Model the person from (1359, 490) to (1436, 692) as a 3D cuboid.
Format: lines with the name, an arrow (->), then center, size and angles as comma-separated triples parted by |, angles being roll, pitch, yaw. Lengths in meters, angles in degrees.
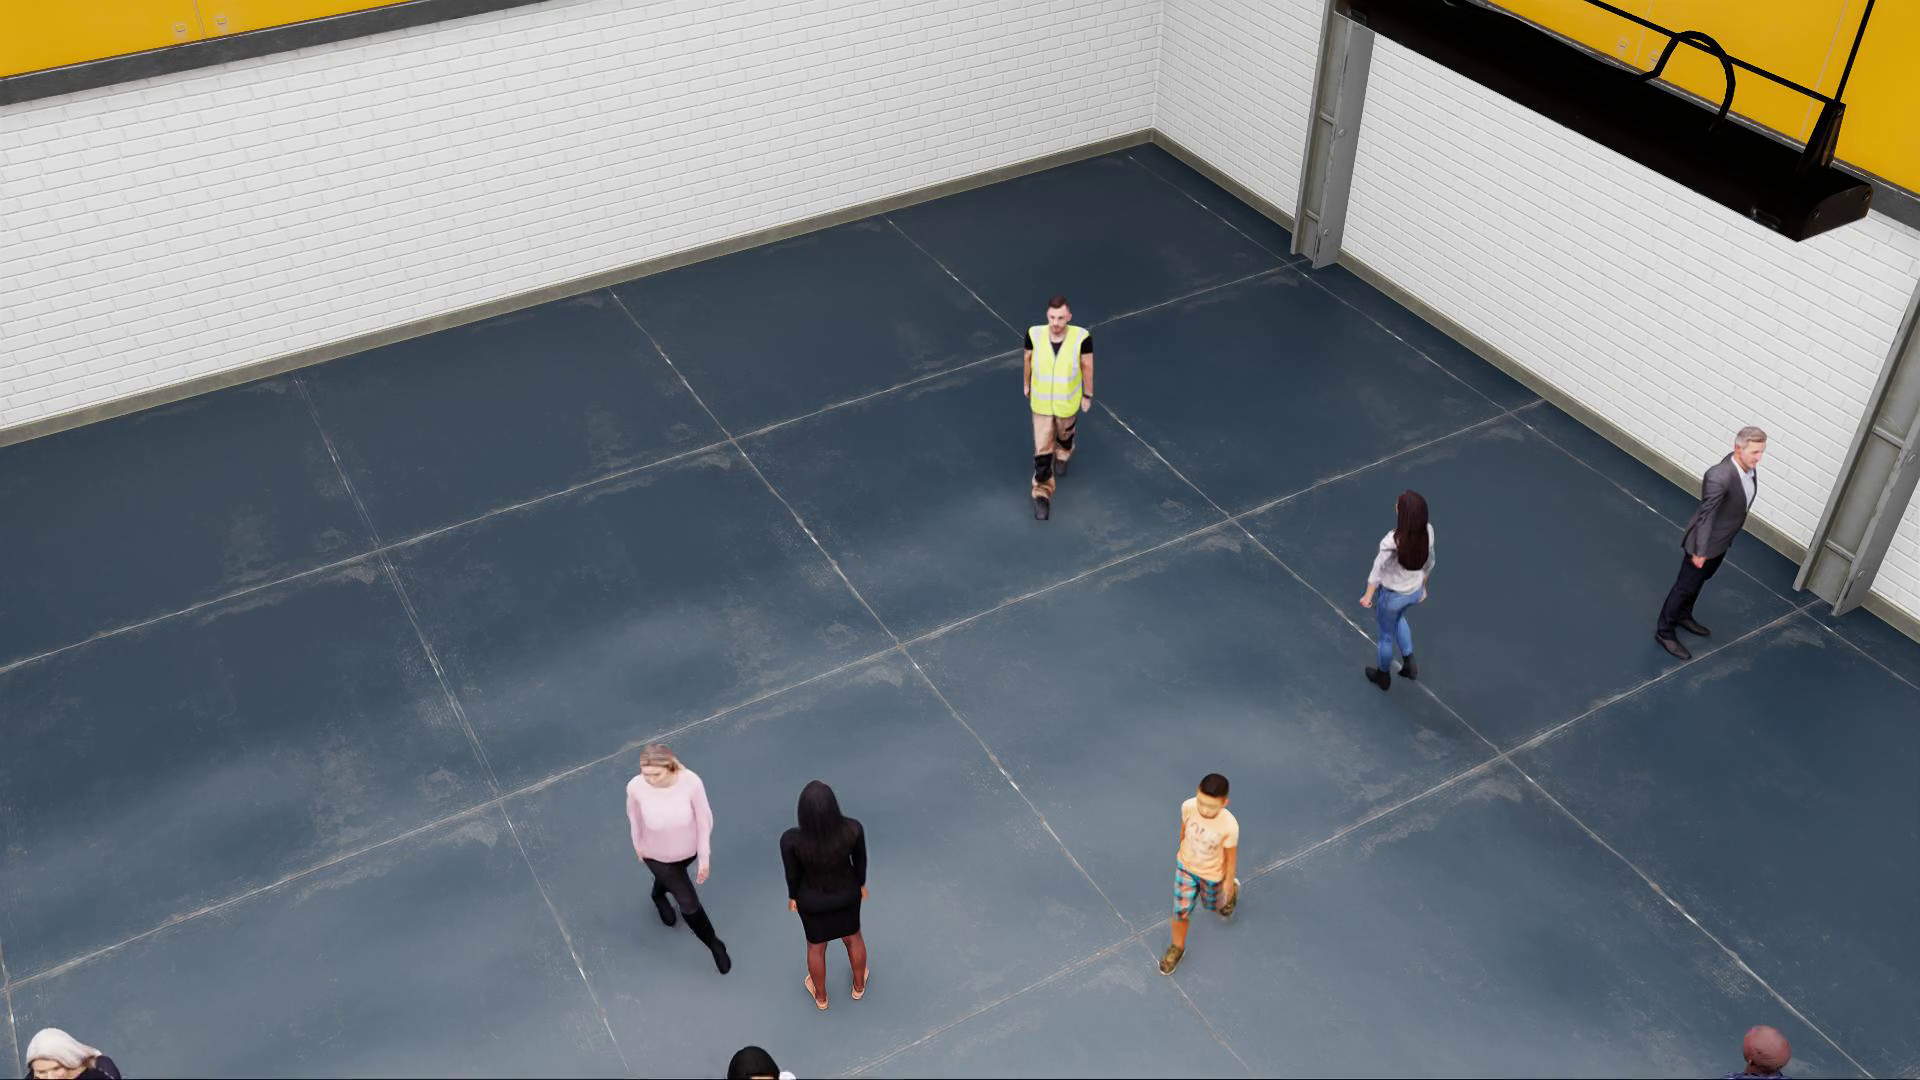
person -> 3.021, 0.406, 11.229 | 0.614, 1.623, 0.635 | -21, 43, -24

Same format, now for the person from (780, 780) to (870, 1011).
person -> -0.730, 1.963, 9.200 | 0.668, 1.721, 0.609 | -8, 39, -10

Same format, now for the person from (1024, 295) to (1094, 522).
person -> 0.765, -1.135, 13.013 | 1.144, 1.804, 1.305 | 4, 39, 5

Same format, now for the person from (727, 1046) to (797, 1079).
person -> -0.972, 2.928, 8.016 | 0.696, 1.691, 0.783 | -28, 47, -31

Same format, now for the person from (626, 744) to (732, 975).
person -> -1.691, 1.722, 9.573 | 0.608, 1.632, 1.021 | -15, 41, -18

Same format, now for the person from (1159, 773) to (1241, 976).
person -> 1.438, 1.836, 9.588 | 0.962, 1.435, 0.882 | 20, 43, 23

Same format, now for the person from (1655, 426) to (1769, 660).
person -> 5.250, -0.031, 11.604 | 0.706, 1.837, 0.775 | 32, 48, 33

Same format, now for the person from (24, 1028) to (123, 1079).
person -> -4.126, 2.858, 8.100 | 0.762, 1.697, 1.243 | -11, 40, -13
